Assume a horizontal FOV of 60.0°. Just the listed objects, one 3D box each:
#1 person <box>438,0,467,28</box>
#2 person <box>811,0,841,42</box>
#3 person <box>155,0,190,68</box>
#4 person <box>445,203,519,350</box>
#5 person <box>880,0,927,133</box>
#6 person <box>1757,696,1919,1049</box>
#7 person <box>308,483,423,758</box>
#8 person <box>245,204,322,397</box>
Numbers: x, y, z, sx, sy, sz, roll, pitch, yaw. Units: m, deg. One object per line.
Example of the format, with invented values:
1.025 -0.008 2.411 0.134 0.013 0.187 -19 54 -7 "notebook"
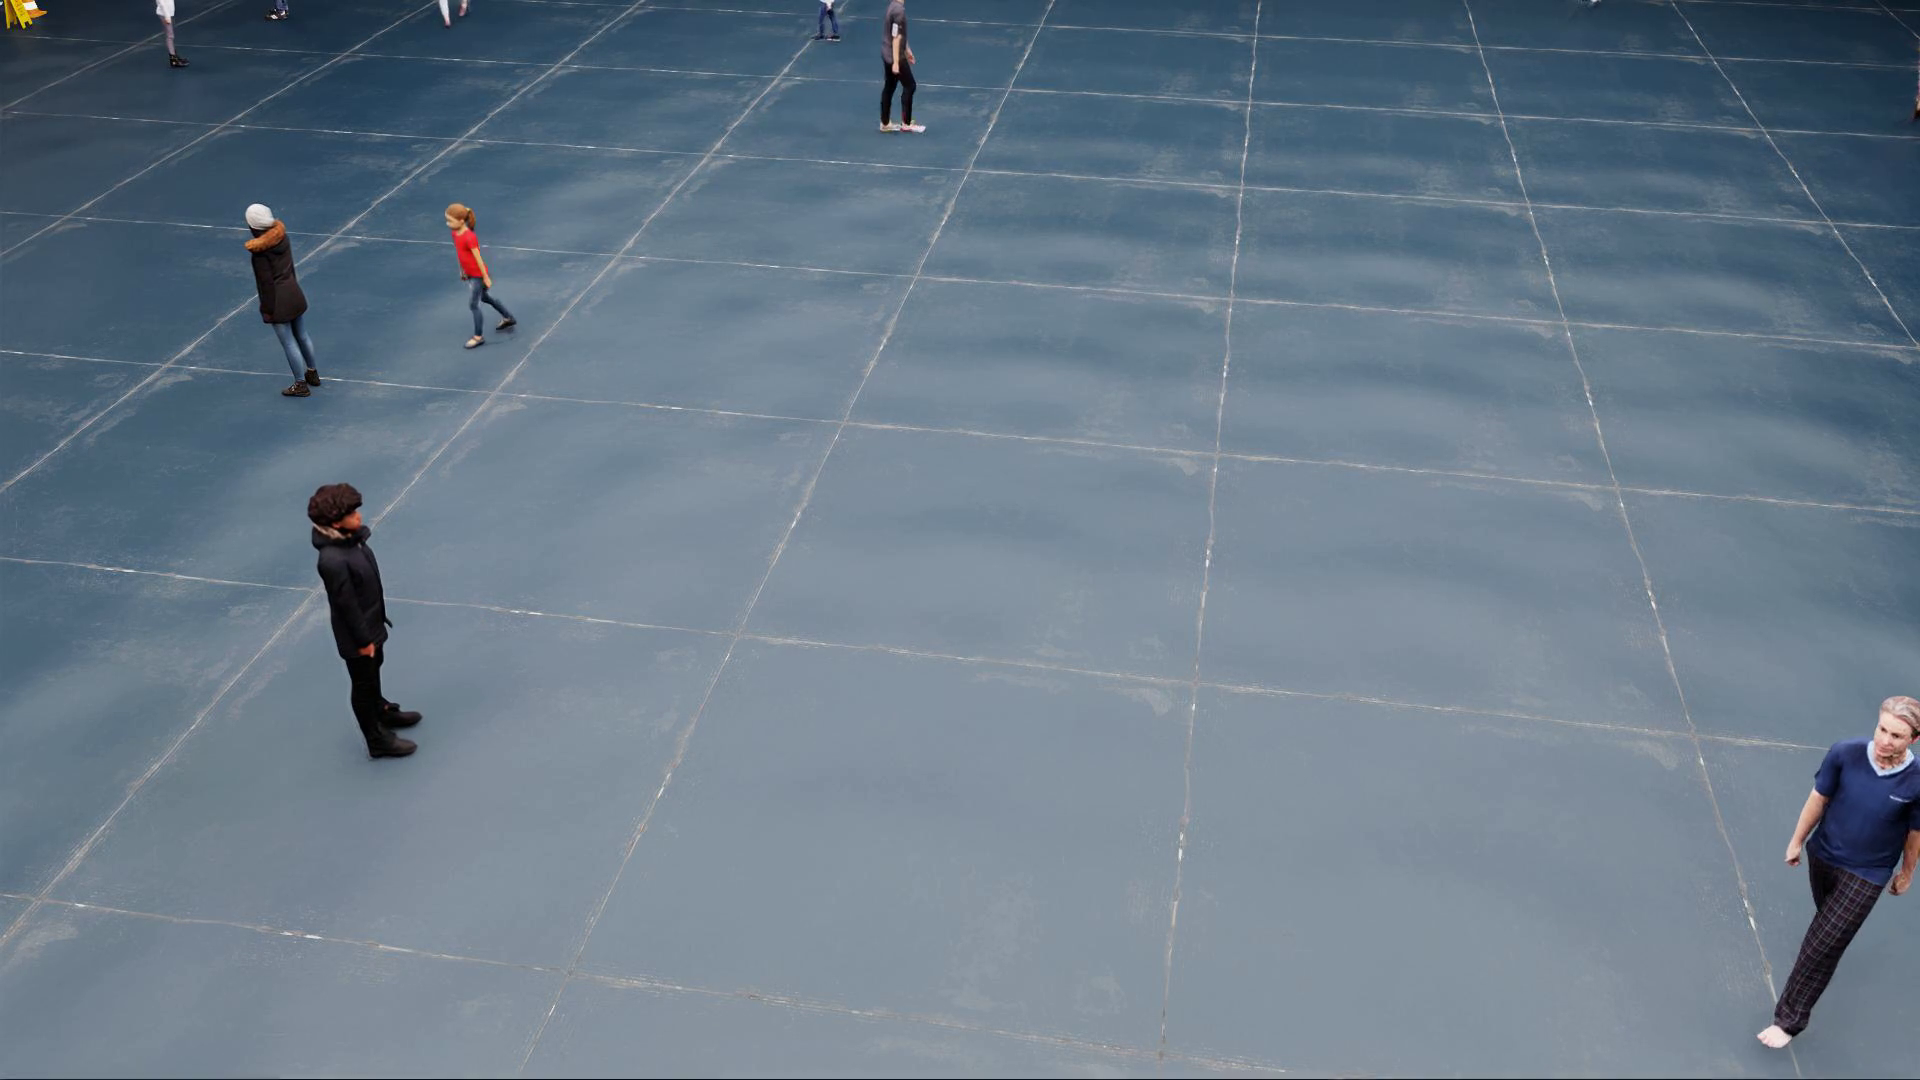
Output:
-7.129 -7.993 23.139 1.091 1.571 0.863 0 32 0 "person"
-1.735 -7.297 22.479 0.616 1.098 0.479 3 32 4 "person"
-10.280 -6.786 21.499 0.617 1.279 0.575 -12 34 -18 "person"
-4.143 -2.318 14.414 0.833 1.280 0.800 -23 39 -32 "person"
-0.831 -5.535 19.085 0.853 1.740 0.767 -4 32 -6 "person"
4.252 1.478 7.894 1.228 1.818 1.228 -25 40 -33 "person"
-3.466 0.456 9.556 0.687 1.773 0.696 -5 33 -8 "person"
-5.508 -1.956 13.508 0.584 1.635 0.624 6 33 10 "person"
